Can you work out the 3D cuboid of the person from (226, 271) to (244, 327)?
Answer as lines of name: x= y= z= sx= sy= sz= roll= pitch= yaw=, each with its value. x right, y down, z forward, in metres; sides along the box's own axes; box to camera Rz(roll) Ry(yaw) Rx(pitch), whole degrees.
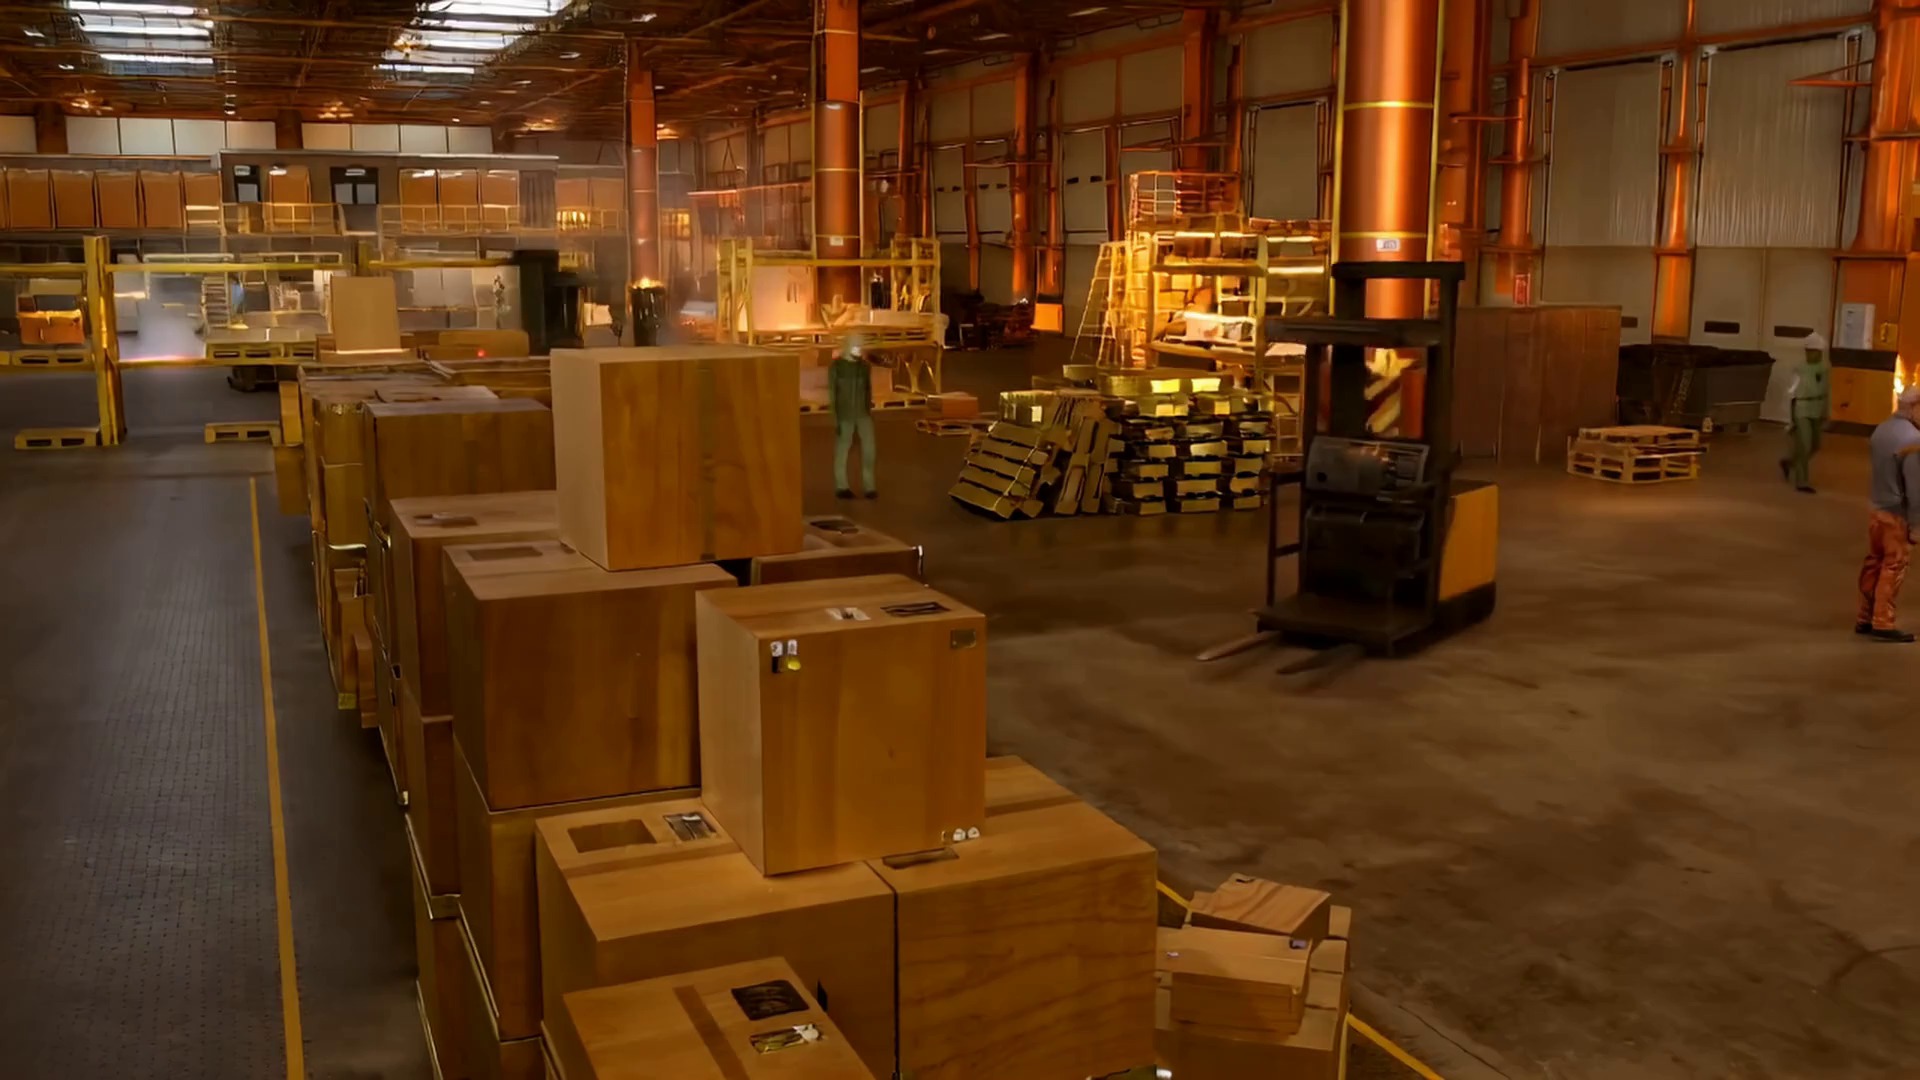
person: x=-23.975 y=-7.951 z=55.163 sx=0.735 sy=1.919 sz=0.557 roll=-8 pitch=13 yaw=-38

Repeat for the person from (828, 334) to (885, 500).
person: x=-1.178 y=-1.380 z=18.947 sx=0.642 sy=1.912 sz=0.763 roll=-8 pitch=13 yaw=-38

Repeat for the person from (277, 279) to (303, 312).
person: x=-16.215 y=-5.294 z=40.179 sx=0.535 sy=2.000 sz=0.688 roll=3 pitch=11 yaw=14

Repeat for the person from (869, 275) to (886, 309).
person: x=-2.695 y=-7.763 z=54.407 sx=0.529 sy=1.837 sz=0.971 roll=0 pitch=10 yaw=1

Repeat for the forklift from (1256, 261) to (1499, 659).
forklift: x=3.252 y=-0.703 z=12.558 sx=1.129 sy=2.768 sz=1.873 roll=9 pitch=13 yaw=40

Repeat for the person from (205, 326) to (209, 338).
person: x=-22.617 y=-6.841 z=49.214 sx=0.721 sy=1.864 sz=0.580 roll=5 pitch=11 yaw=26

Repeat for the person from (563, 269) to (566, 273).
person: x=-14.009 y=-8.680 z=59.197 sx=0.533 sy=1.904 sz=0.618 roll=-3 pitch=11 yaw=-17

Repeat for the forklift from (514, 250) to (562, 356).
forklift: x=-5.878 y=-2.662 z=23.359 sx=1.873 sy=2.768 sz=1.129 roll=1 pitch=10 yaw=4

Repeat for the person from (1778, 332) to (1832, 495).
person: x=10.006 y=-1.515 z=19.715 sx=0.607 sy=1.907 sz=0.622 roll=-3 pitch=11 yaw=-18

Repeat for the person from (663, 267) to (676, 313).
person: x=-11.734 y=-10.095 z=67.180 sx=0.504 sy=1.847 sz=0.345 roll=2 pitch=10 yaw=10

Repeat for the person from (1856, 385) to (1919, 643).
person: x=6.971 y=-0.191 z=12.380 sx=0.387 sy=1.928 sz=0.636 roll=0 pitch=10 yaw=0

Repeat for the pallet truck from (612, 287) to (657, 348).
pallet truck: x=-6.464 y=-4.406 z=35.401 sx=0.823 sy=1.965 sz=1.885 roll=6 pitch=12 yaw=32

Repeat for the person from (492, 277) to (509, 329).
person: x=-13.137 y=-6.592 z=47.685 sx=0.617 sy=1.919 sz=0.834 roll=7 pitch=13 yaw=36
